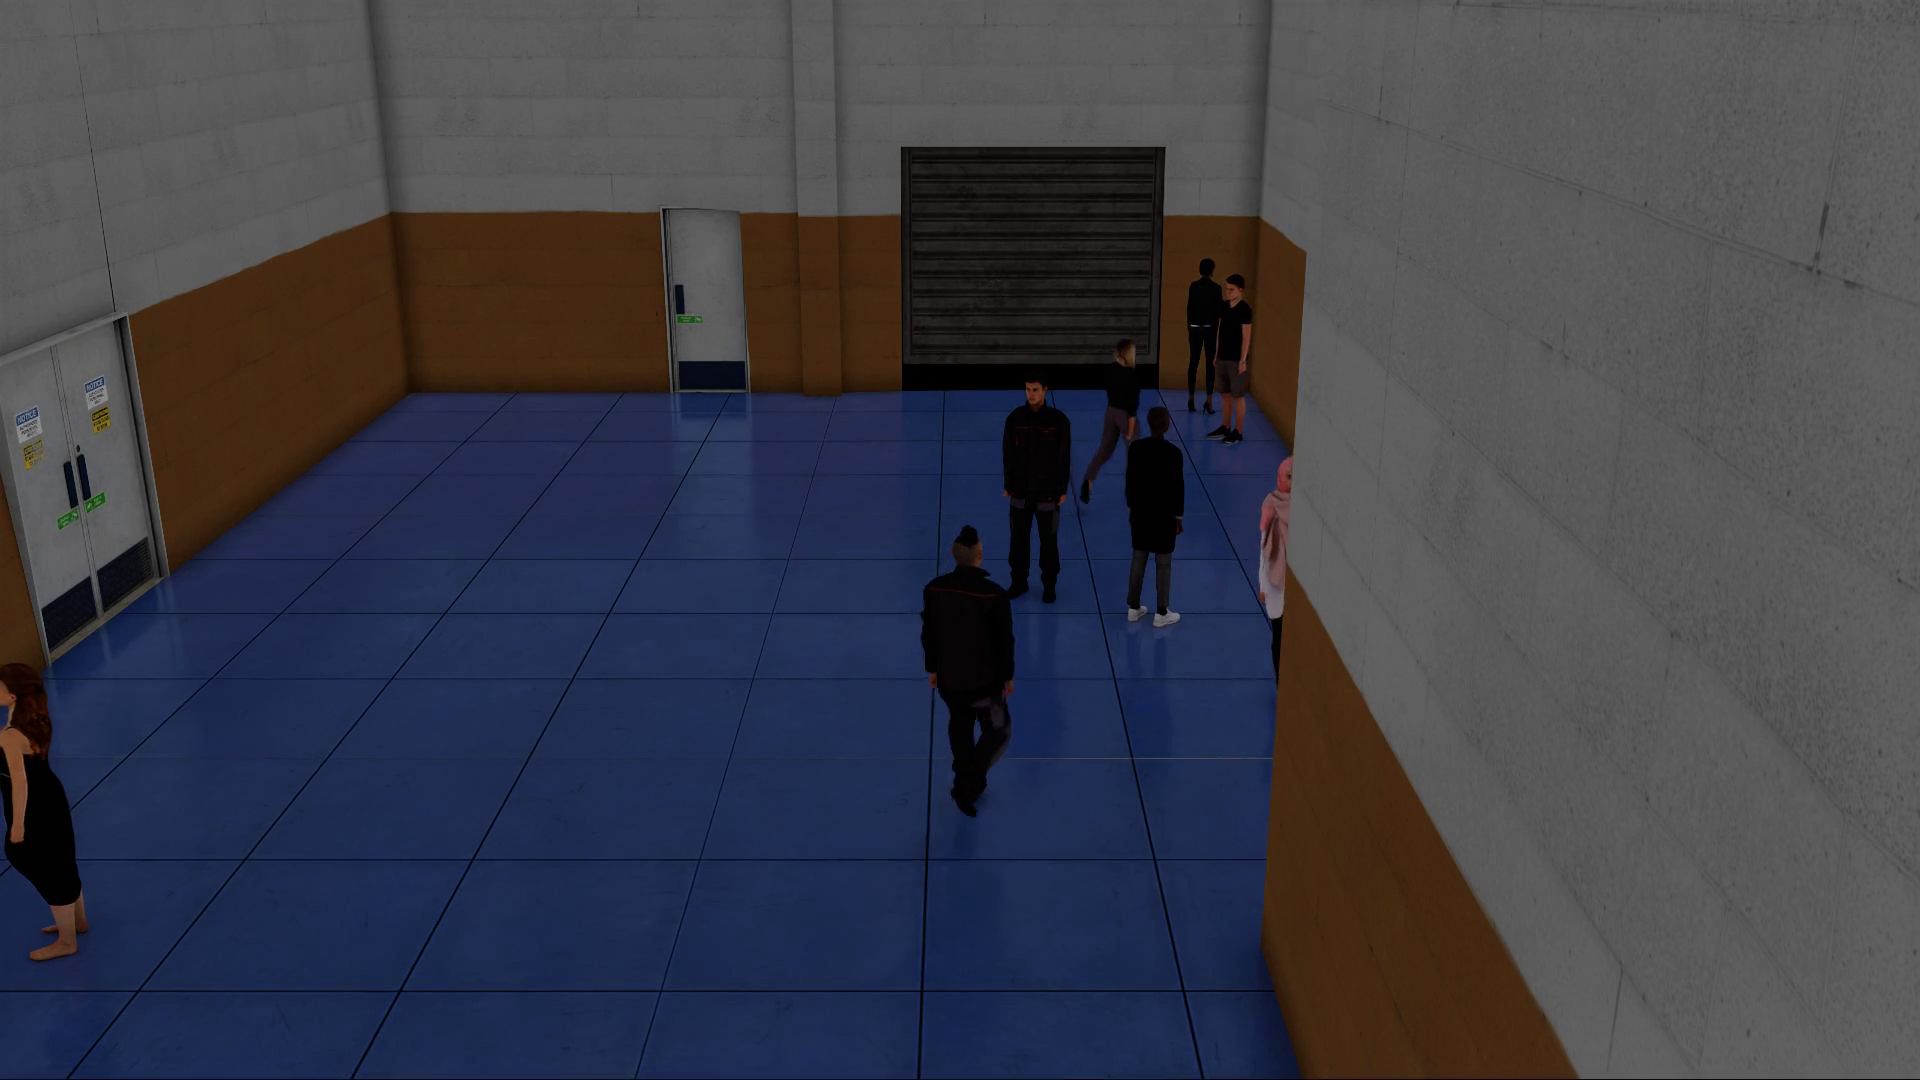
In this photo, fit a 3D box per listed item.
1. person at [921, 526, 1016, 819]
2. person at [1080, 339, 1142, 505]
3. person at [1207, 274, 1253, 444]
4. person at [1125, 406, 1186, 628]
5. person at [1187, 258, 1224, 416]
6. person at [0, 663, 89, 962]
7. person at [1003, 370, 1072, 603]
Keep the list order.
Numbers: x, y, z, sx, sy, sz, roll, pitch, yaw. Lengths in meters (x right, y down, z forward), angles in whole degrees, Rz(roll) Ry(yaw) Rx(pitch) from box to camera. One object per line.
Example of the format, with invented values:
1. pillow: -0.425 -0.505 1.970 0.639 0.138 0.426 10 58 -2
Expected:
1. person: 0.042 0.802 9.975 1.014 1.850 1.050 9 21 26
2. person: 1.468 -1.085 15.937 1.102 1.641 1.025 -17 25 -41
3. person: 3.027 -2.019 18.361 0.764 1.861 0.756 -11 21 -29
4. person: 1.517 -0.194 13.106 0.693 1.761 0.795 13 22 33
5. person: 2.855 -2.386 19.491 0.650 1.834 0.750 12 22 32
6. person: -4.770 1.390 8.619 0.619 1.625 0.602 -3 19 -10
7. person: 0.626 -0.457 13.598 0.639 1.944 0.825 5 19 15
